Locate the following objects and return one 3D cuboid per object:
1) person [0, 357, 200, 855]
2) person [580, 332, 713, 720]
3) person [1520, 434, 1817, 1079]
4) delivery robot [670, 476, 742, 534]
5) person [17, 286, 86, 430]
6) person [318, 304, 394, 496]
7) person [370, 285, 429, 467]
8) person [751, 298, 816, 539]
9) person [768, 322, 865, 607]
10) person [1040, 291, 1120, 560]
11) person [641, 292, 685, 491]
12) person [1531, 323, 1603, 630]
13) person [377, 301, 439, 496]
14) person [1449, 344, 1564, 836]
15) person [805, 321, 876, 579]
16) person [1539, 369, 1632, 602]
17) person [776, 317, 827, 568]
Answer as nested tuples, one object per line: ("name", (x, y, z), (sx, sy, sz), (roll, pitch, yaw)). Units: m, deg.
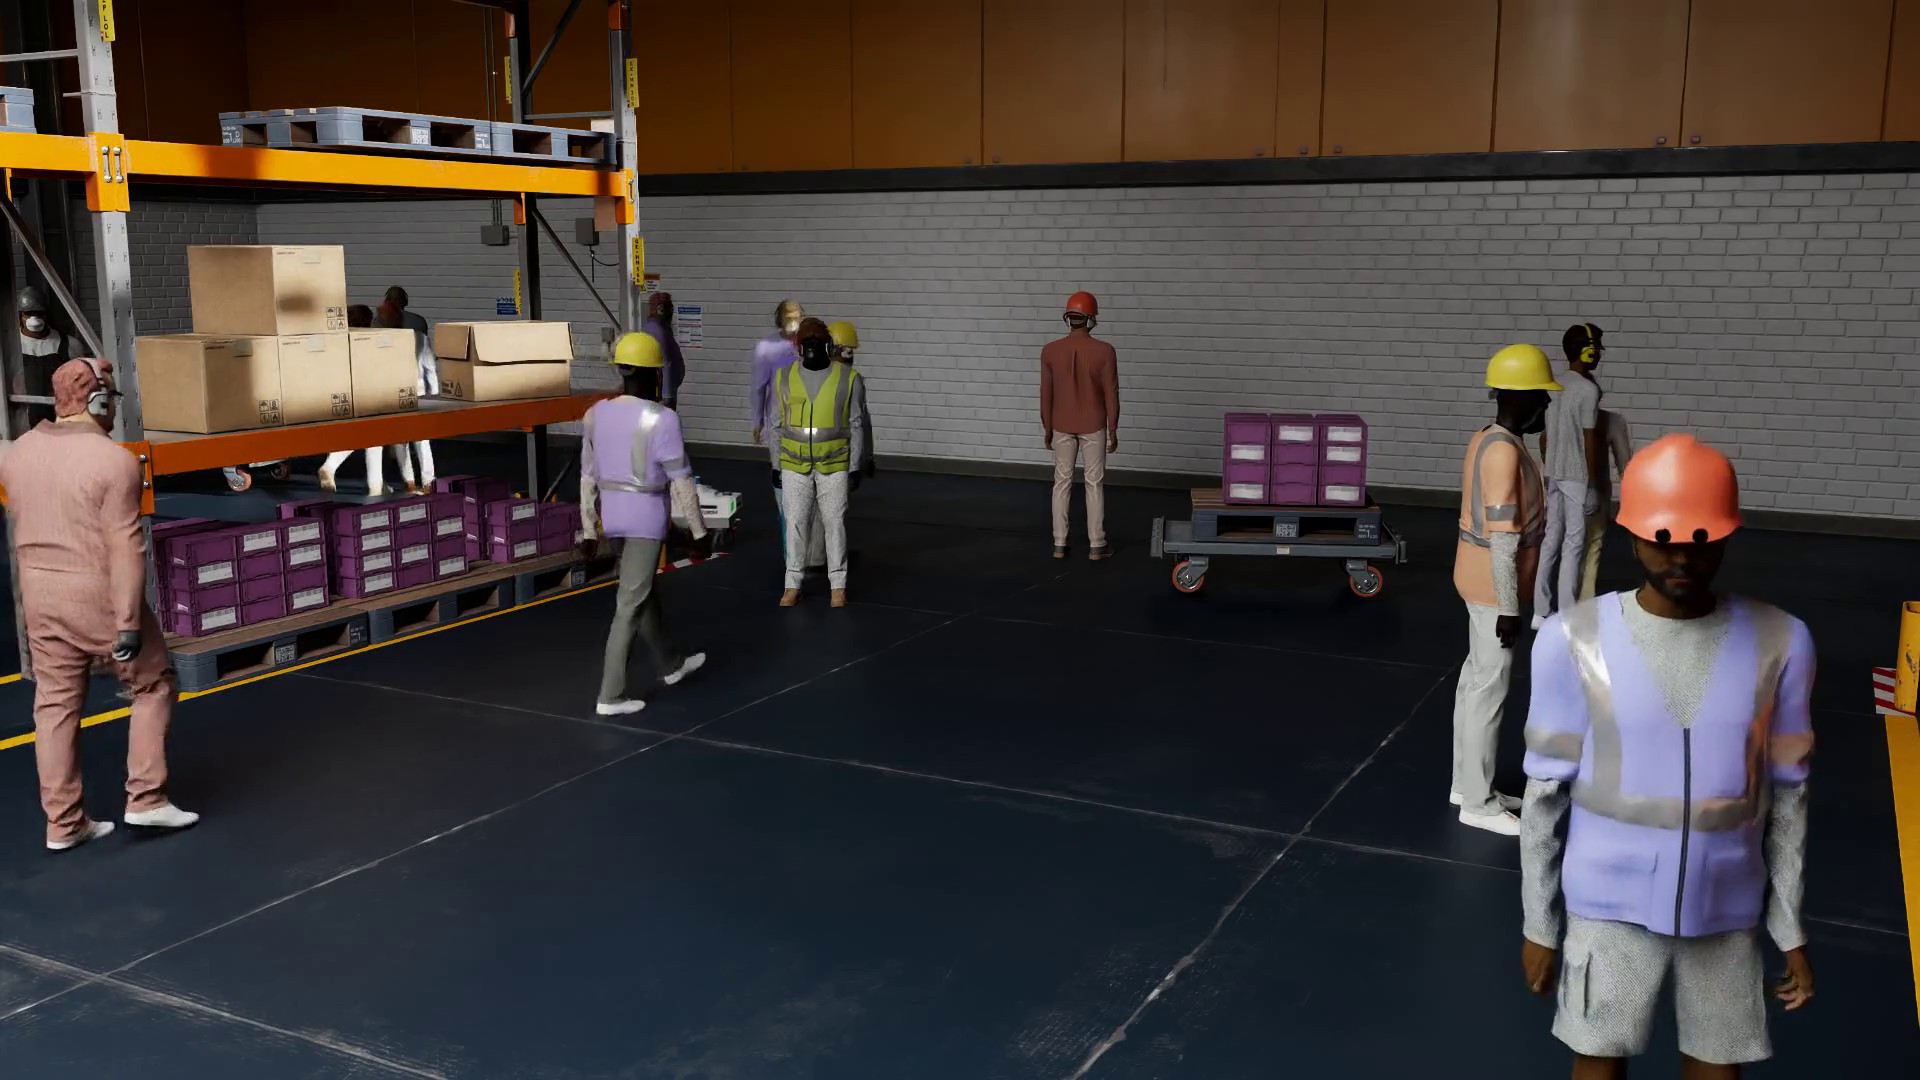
("person", (-3.316, 0.247, 6.409), (0.666, 1.887, 0.630), (3, 10, 16))
("person", (-1.539, -0.091, 8.355), (0.612, 1.880, 0.950), (7, 12, 36))
("person", (1.451, 0.737, 3.447), (0.572, 1.939, 0.467), (2, 10, 10))
("delivery robot", (-2.053, -0.253, 12.866), (0.707, 0.478, 0.477), (1, 10, 3))
("person", (-6.863, -0.878, 12.459), (0.675, 2.000, 0.536), (-7, 12, -34))
("person", (-5.641, -1.279, 15.453), (0.654, 1.819, 0.693), (4, 11, 24))
("person", (-5.980, -1.746, 17.797), (0.627, 1.934, 0.372), (-2, 10, -12))
("person", (-1.350, -0.969, 13.318), (0.653, 1.923, 0.418), (-2, 10, -12))
("person", (-0.928, -0.479, 10.728), (0.624, 1.844, 0.429), (1, 10, 3))
("person", (0.899, -0.846, 12.407), (0.608, 1.995, 0.377), (4, 10, 20))
("person", (-2.848, -1.426, 16.013), (0.411, 1.911, 0.643), (-4, 10, -21))
("person", (3.646, -0.351, 9.908), (0.316, 1.867, 0.525), (-3, 10, -15))
("person", (-5.174, -1.299, 15.507), (0.589, 1.834, 0.850), (-2, 10, -10))
("person", (2.153, 0.189, 6.604), (0.371, 1.929, 0.584), (2, 10, 11))
("person", (-0.835, -0.644, 11.785), (0.628, 1.796, 0.791), (8, 13, 40))
("person", (3.835, -0.259, 10.185), (0.578, 1.588, 0.863), (5, 11, 25))
("person", (-1.063, -0.707, 12.138), (0.568, 1.808, 0.689), (7, 12, 34))
